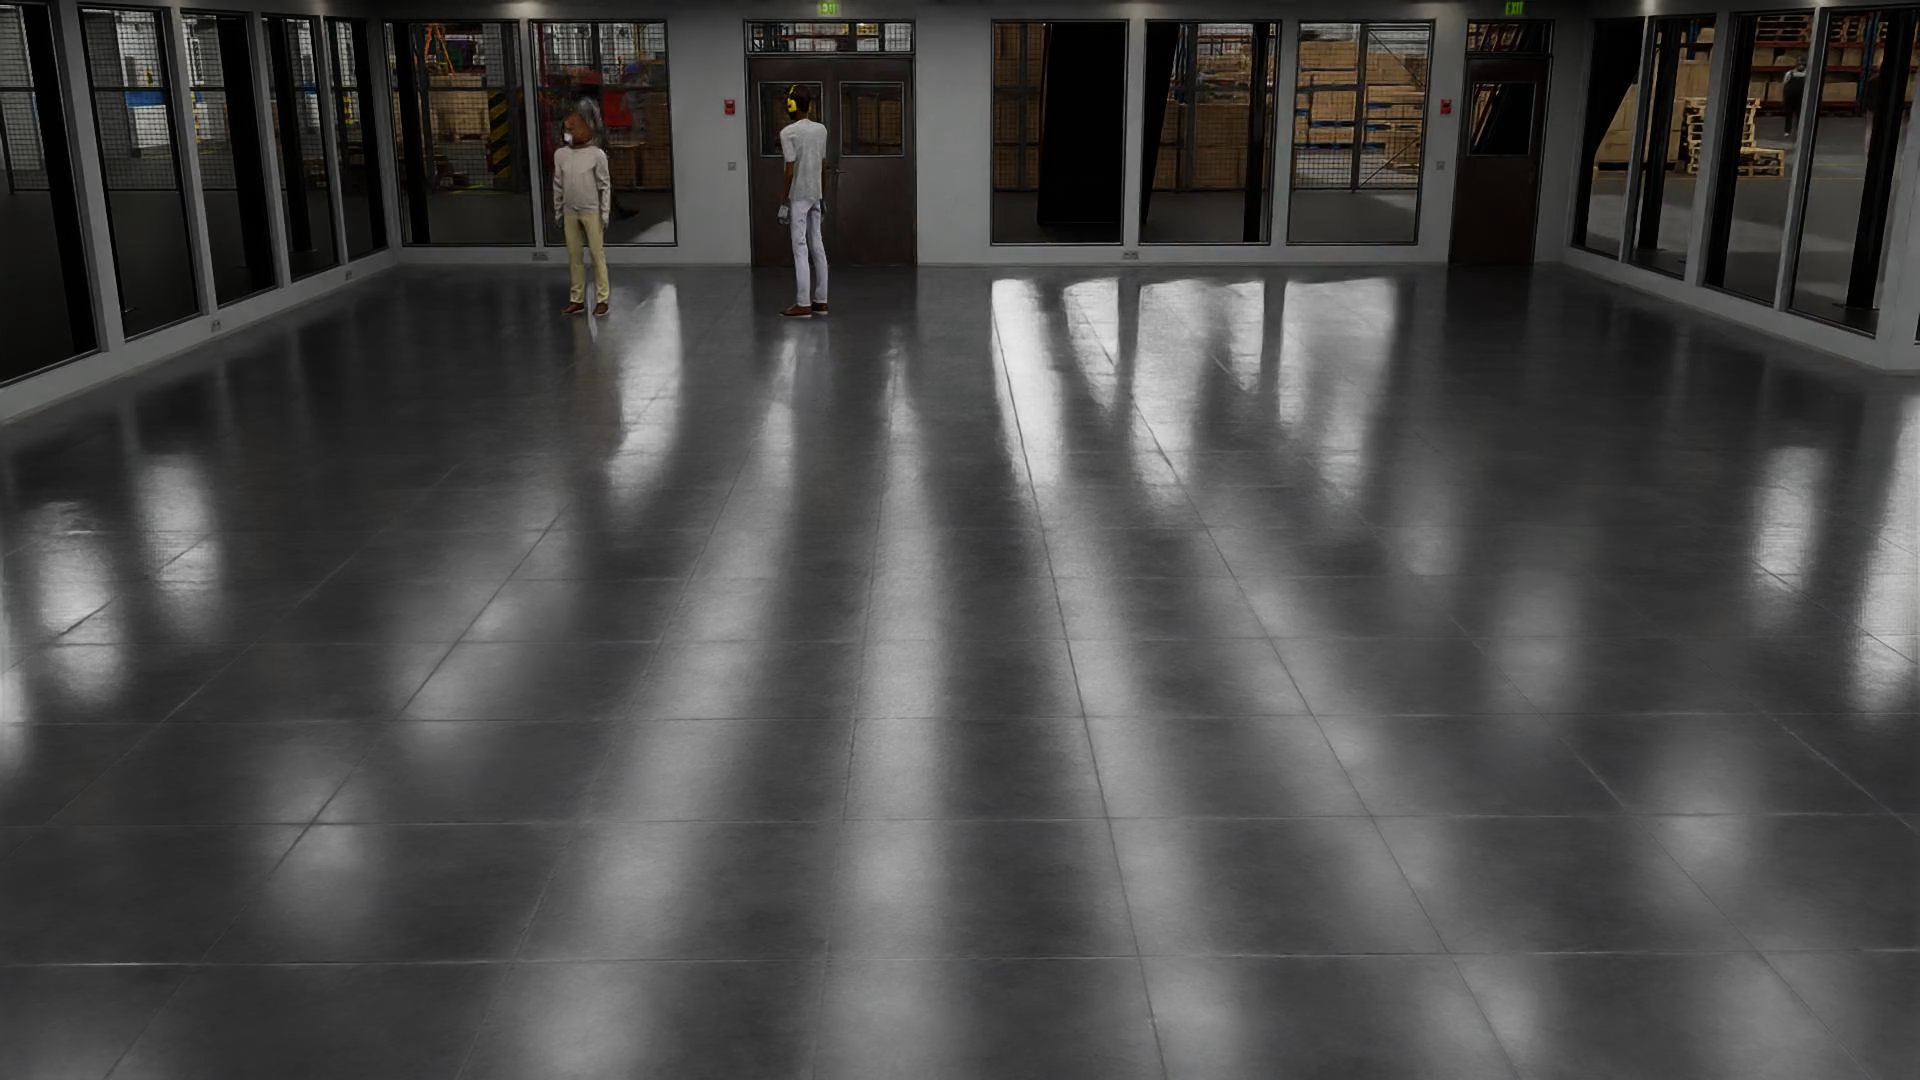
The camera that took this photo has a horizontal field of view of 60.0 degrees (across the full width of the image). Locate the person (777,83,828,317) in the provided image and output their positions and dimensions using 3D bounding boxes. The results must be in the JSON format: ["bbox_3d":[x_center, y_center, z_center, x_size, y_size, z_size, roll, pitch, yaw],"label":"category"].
[{"bbox_3d":[-1.286,-2.757,13.557,0.329,1.871,0.510,12,20,36],"label":"person"}]

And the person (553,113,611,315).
[{"bbox_3d":[-3.100,-2.662,13.637,0.508,1.632,0.271,5,17,18],"label":"person"}]
